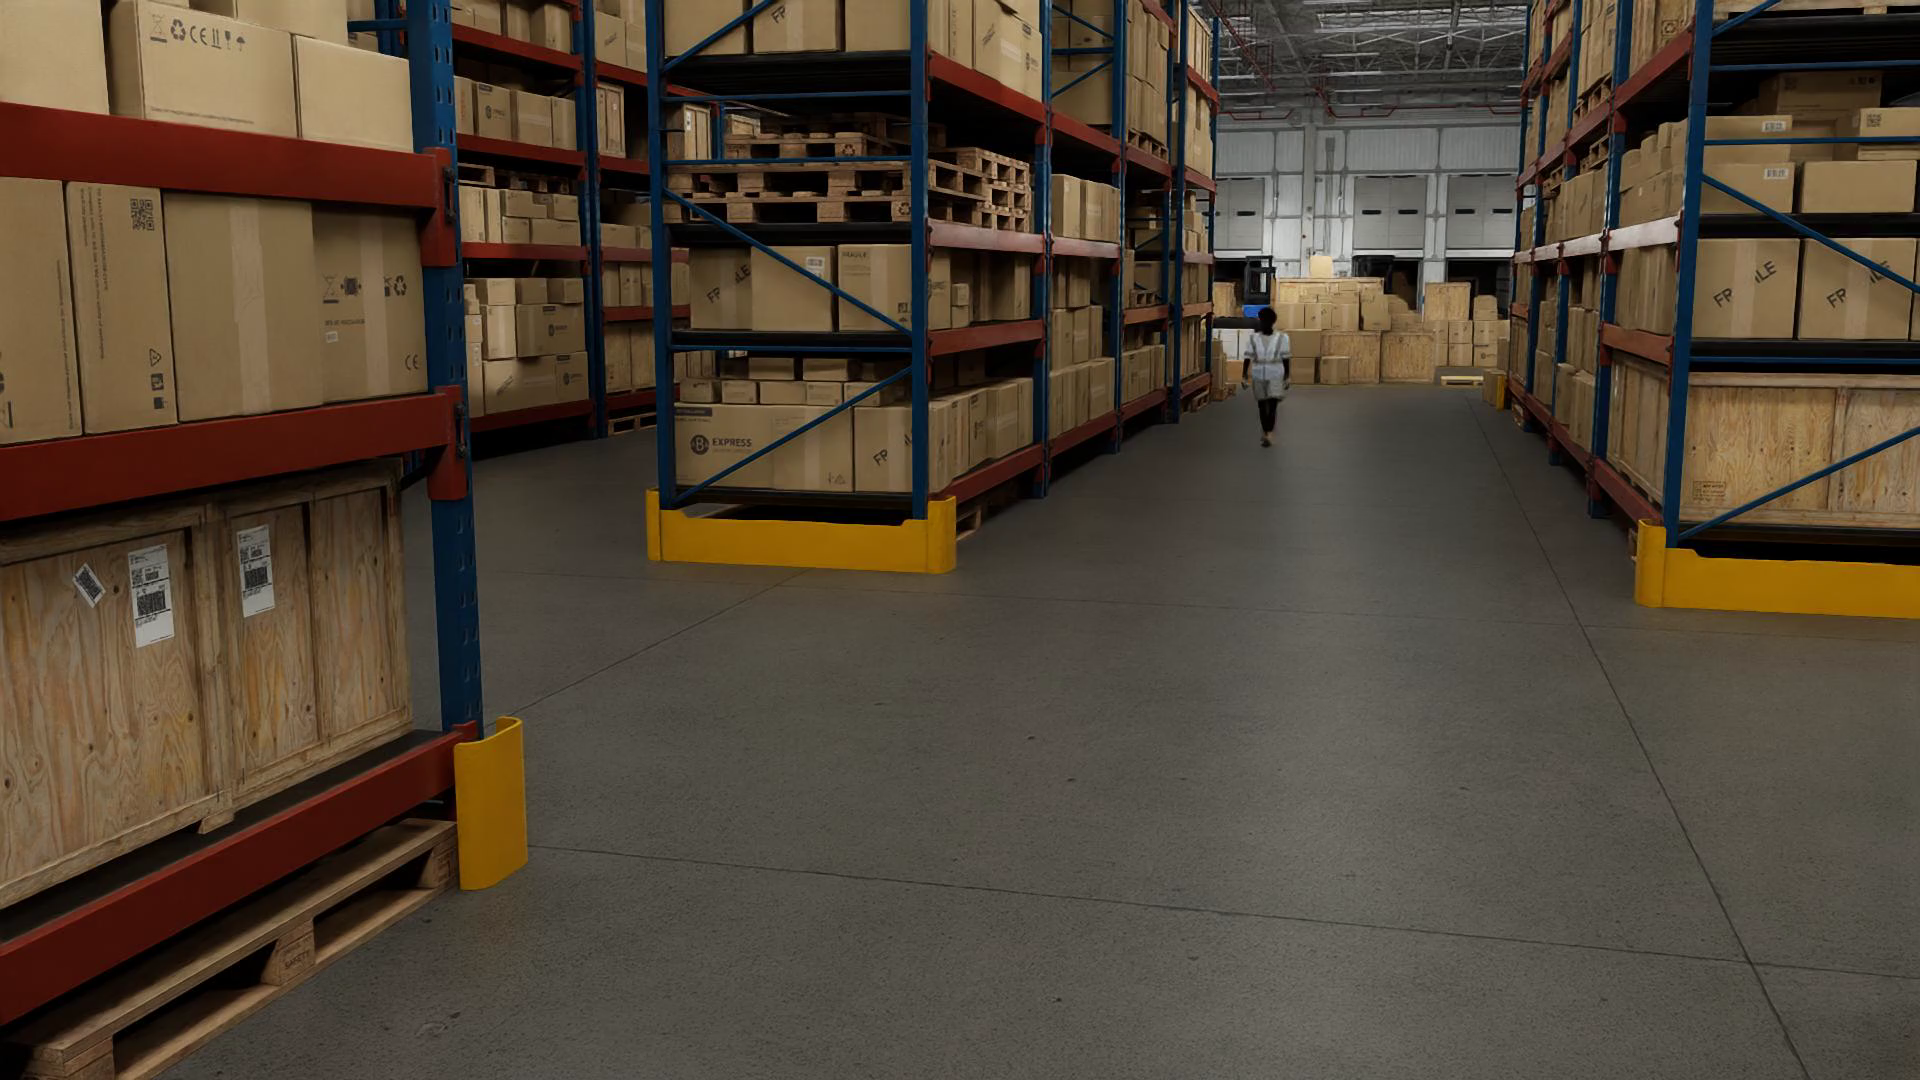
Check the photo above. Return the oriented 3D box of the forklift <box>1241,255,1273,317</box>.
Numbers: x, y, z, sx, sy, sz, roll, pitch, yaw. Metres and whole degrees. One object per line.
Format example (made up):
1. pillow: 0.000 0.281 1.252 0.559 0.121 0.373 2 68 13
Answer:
1. forklift: 10.552 -8.662 58.803 1.129 2.768 1.873 2 9 15

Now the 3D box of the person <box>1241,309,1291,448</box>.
1. person: 3.627 -1.918 19.820 0.553 1.648 0.861 4 10 23

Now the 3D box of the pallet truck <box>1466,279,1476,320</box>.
1. pallet truck: 18.896 -8.459 60.307 1.885 1.965 0.823 5 10 31

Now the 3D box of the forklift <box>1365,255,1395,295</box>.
1. forklift: 14.311 -8.354 56.850 1.129 2.768 1.873 -2 9 -11
